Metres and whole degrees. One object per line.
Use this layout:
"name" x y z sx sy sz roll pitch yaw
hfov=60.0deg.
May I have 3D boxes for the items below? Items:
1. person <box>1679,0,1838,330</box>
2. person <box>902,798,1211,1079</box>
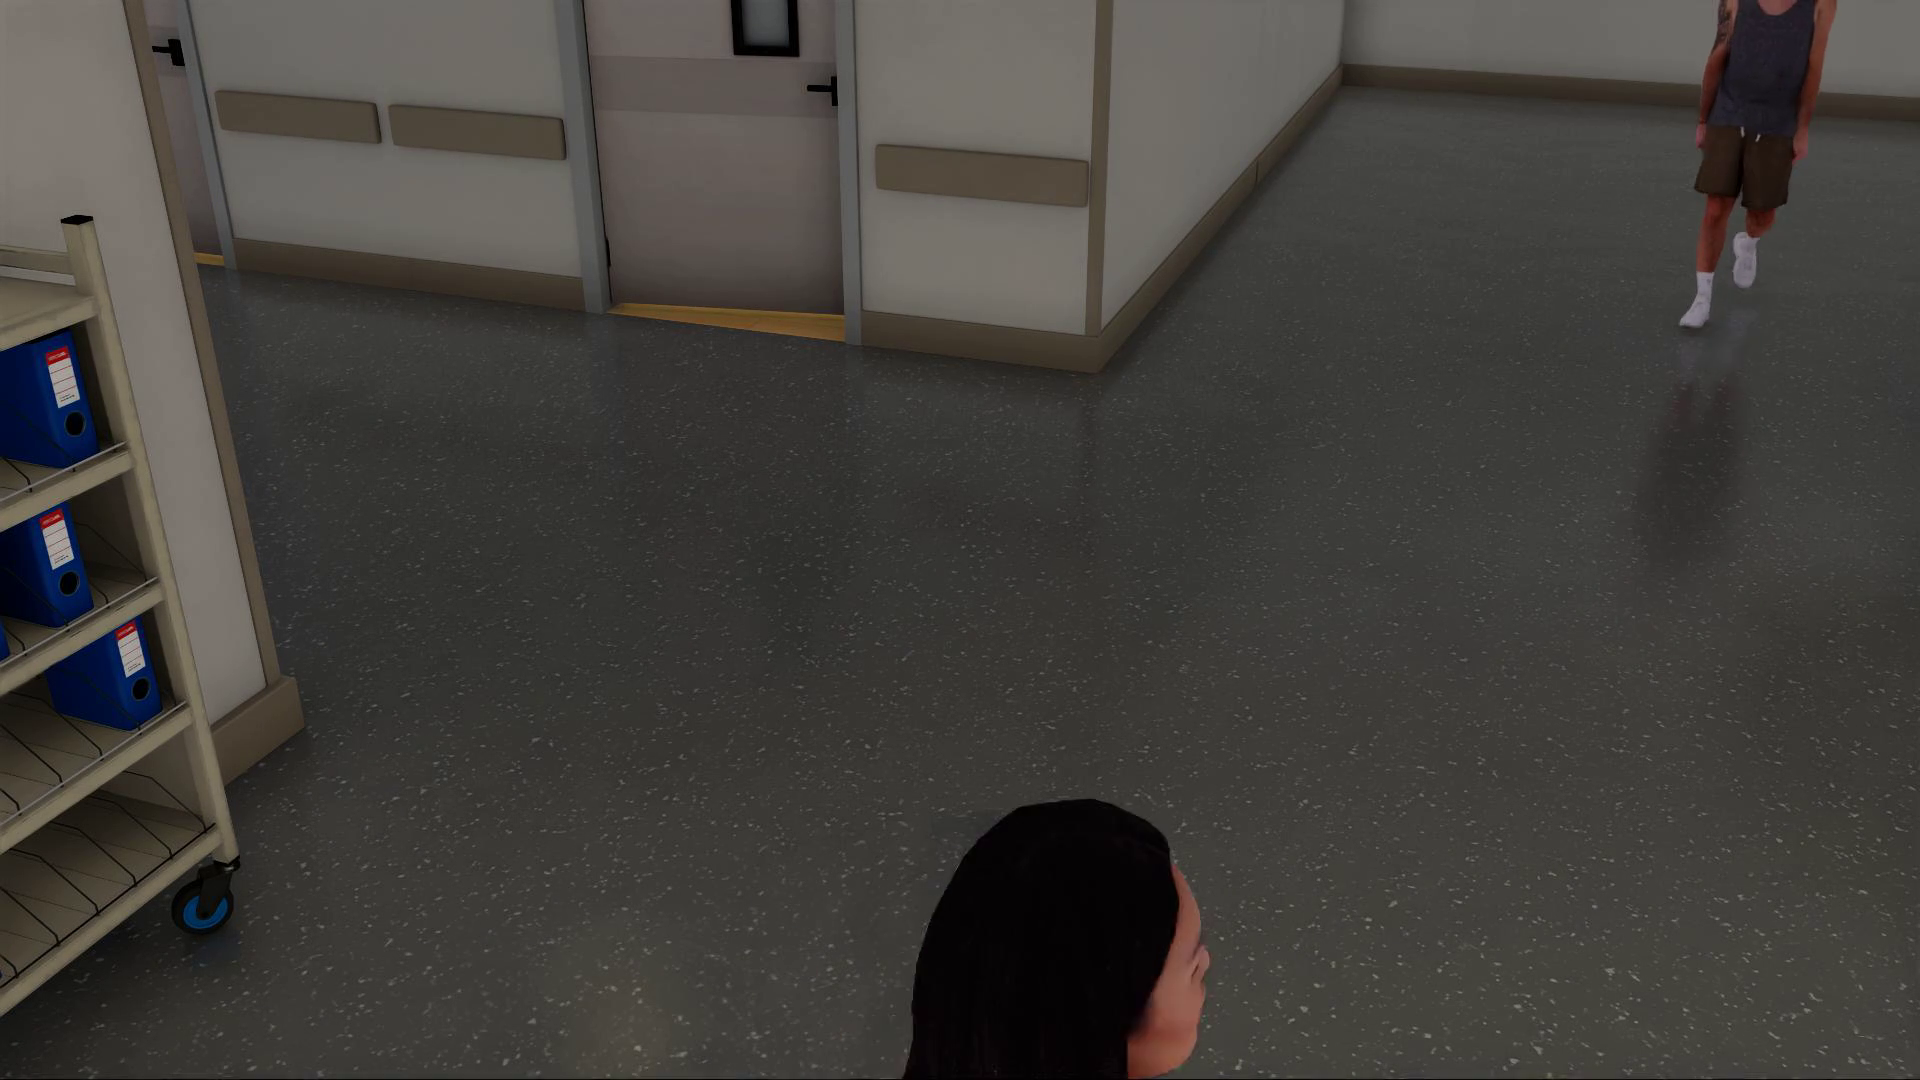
"person" 3.553 -1.872 7.406 0.728 1.831 1.008 14 29 26
"person" -0.014 1.011 1.545 1.021 1.724 0.993 -9 27 -17
